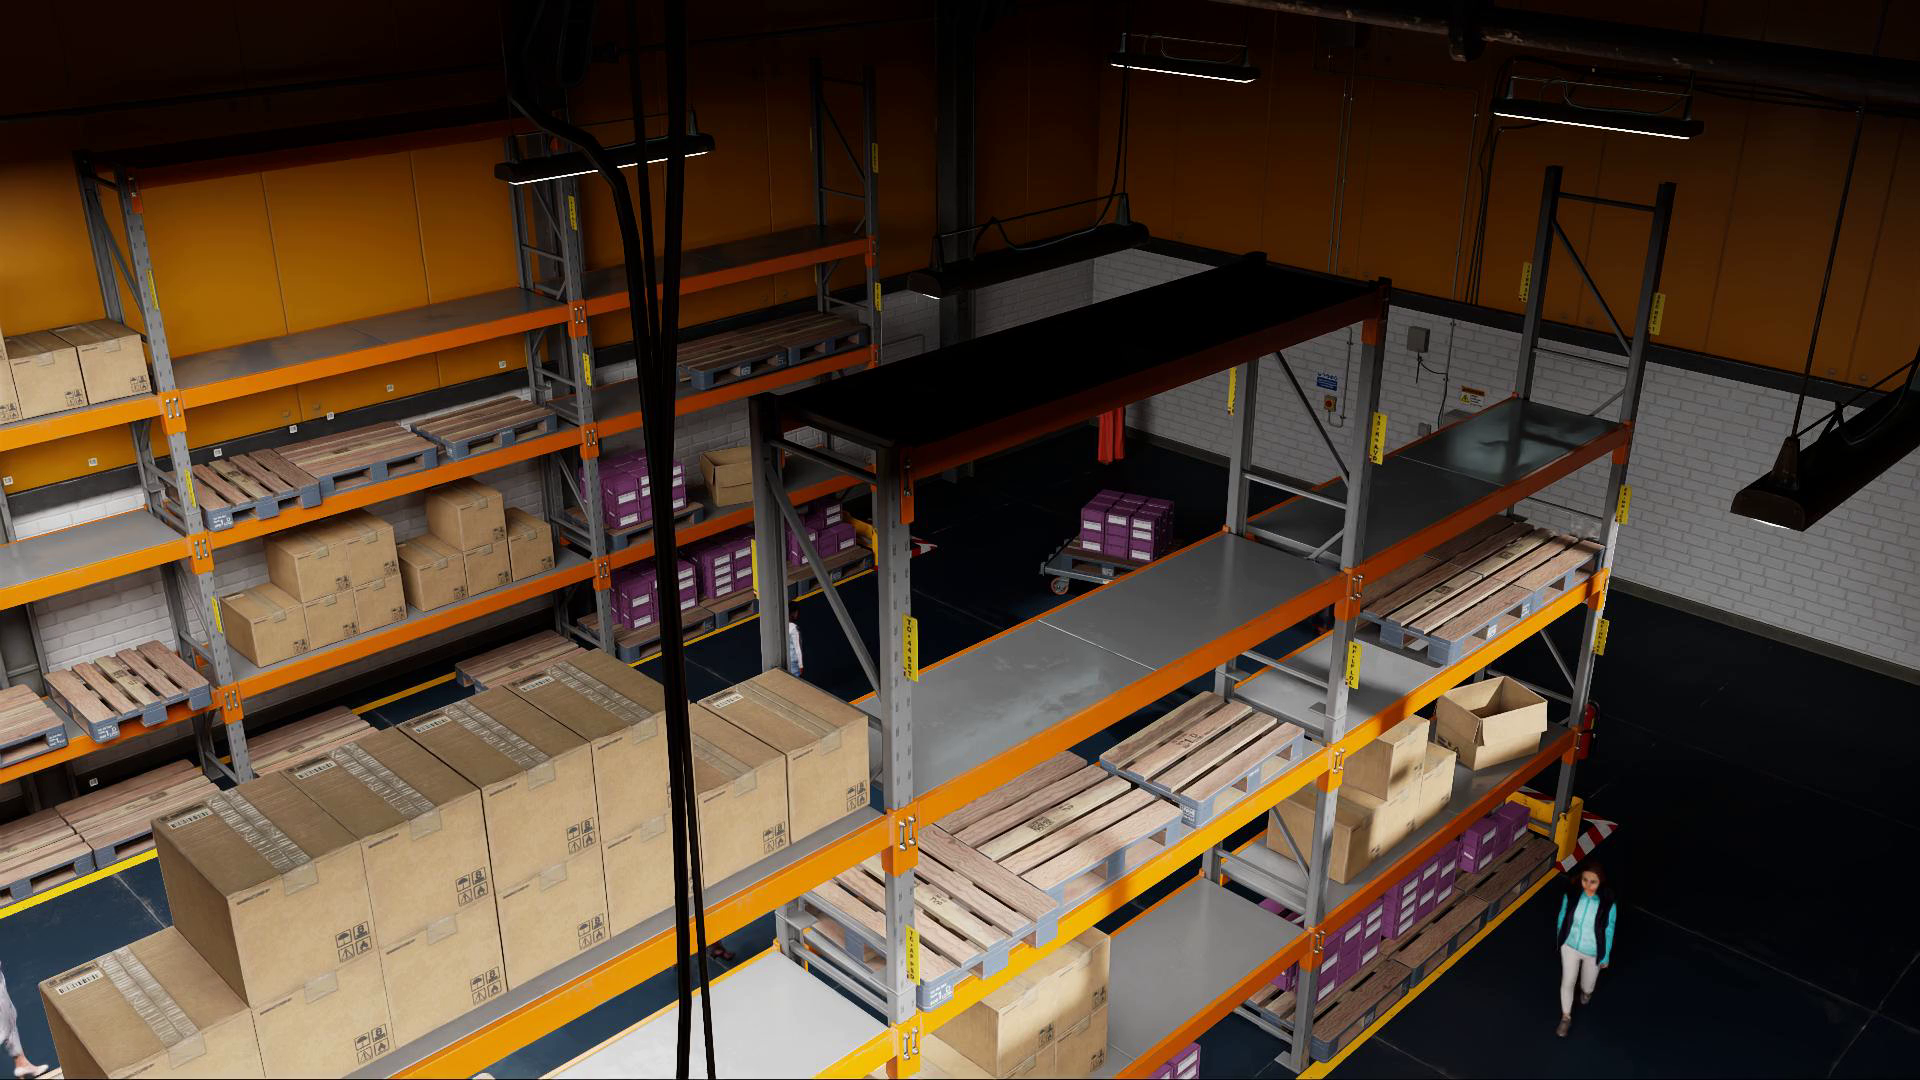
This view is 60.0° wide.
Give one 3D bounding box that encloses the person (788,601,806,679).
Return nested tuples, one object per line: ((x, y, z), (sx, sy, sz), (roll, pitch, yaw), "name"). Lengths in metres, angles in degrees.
((-1.746, 1.207, 17.041), (0.480, 1.258, 0.477), (21, 31, 39), "person")

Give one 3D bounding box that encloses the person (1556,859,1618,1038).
((4.734, 3.036, 12.568), (0.660, 1.490, 0.835), (15, 28, 31), "person")
